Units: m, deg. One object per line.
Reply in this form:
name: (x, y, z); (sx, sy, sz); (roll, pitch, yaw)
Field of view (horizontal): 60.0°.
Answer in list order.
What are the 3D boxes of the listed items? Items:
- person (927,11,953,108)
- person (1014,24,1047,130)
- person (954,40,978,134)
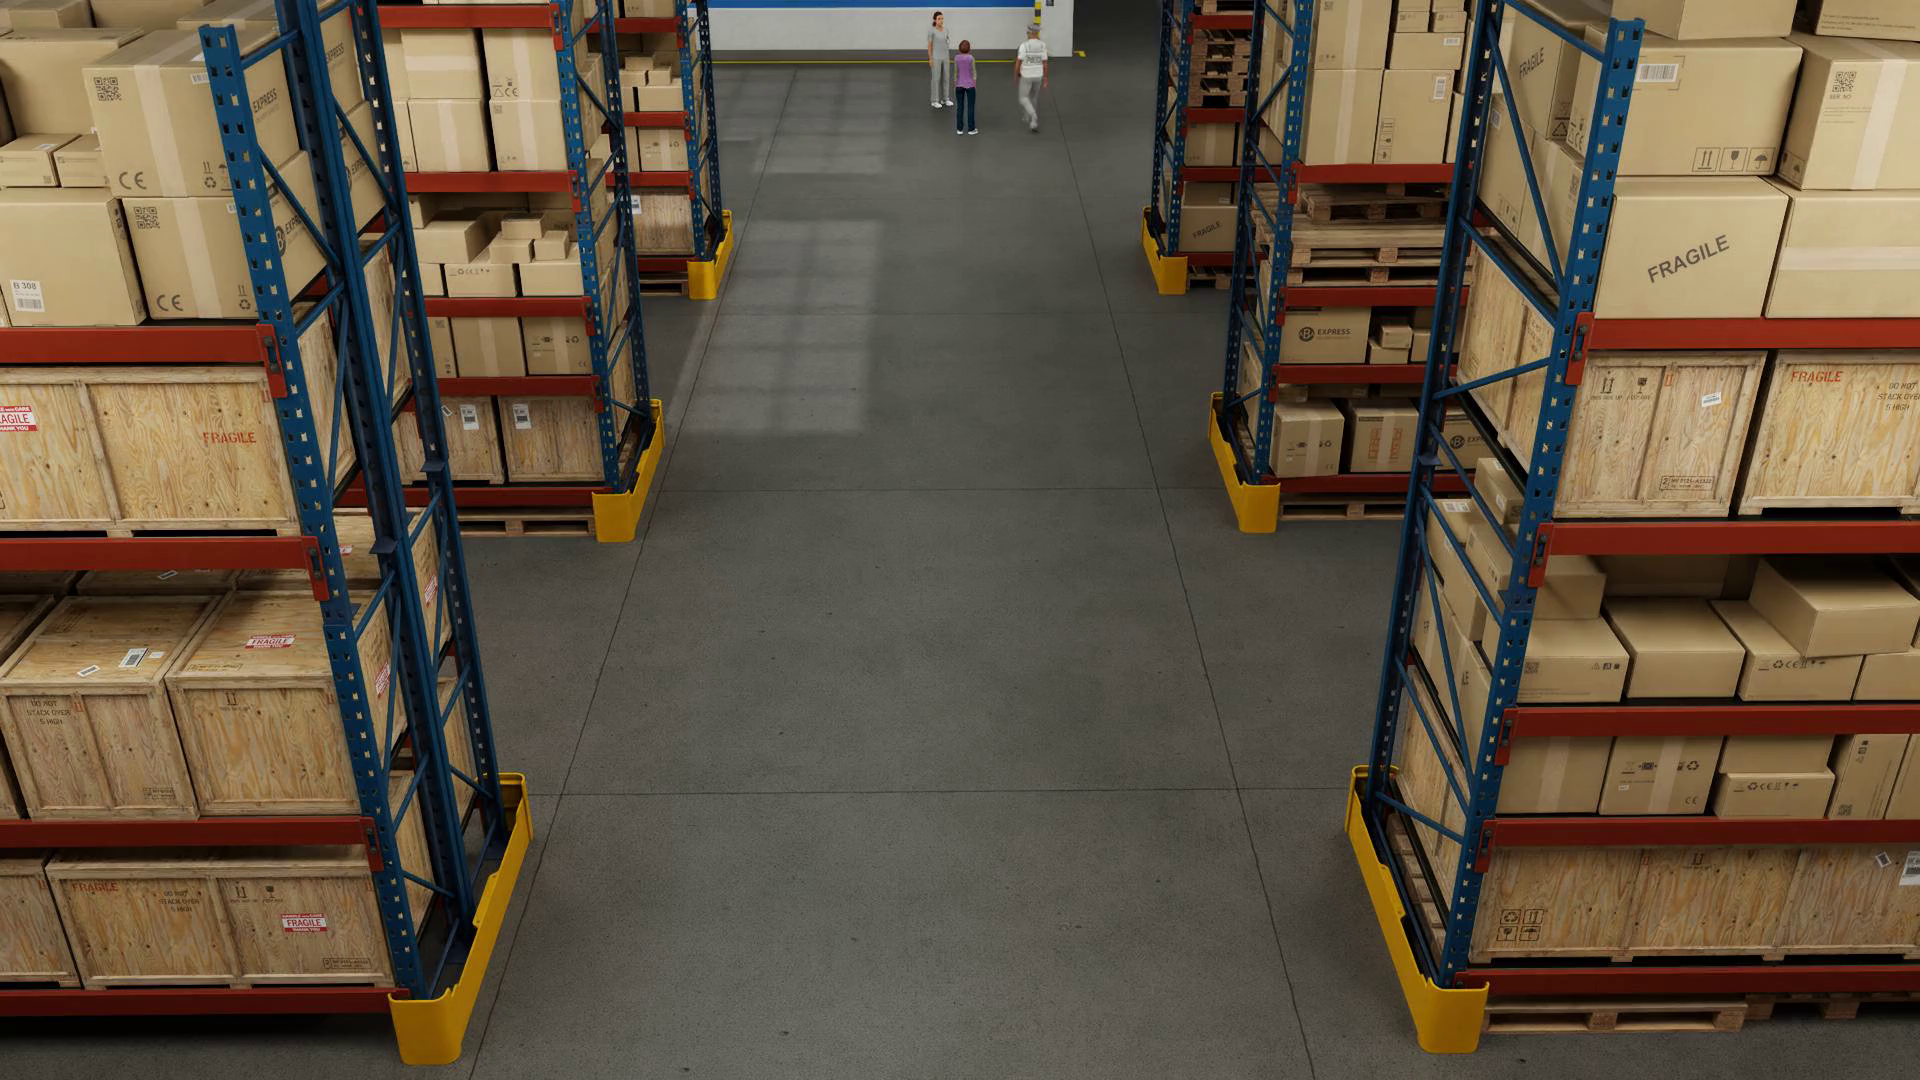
person: (-0.361, -8.762, 30.306); (0.435, 1.670, 0.406); (-18, 33, -30)
person: (1.236, -8.080, 28.951); (0.582, 1.738, 0.878); (-12, 30, -21)
person: (0.099, -7.776, 28.546); (0.398, 1.601, 0.328); (5, 29, 10)
